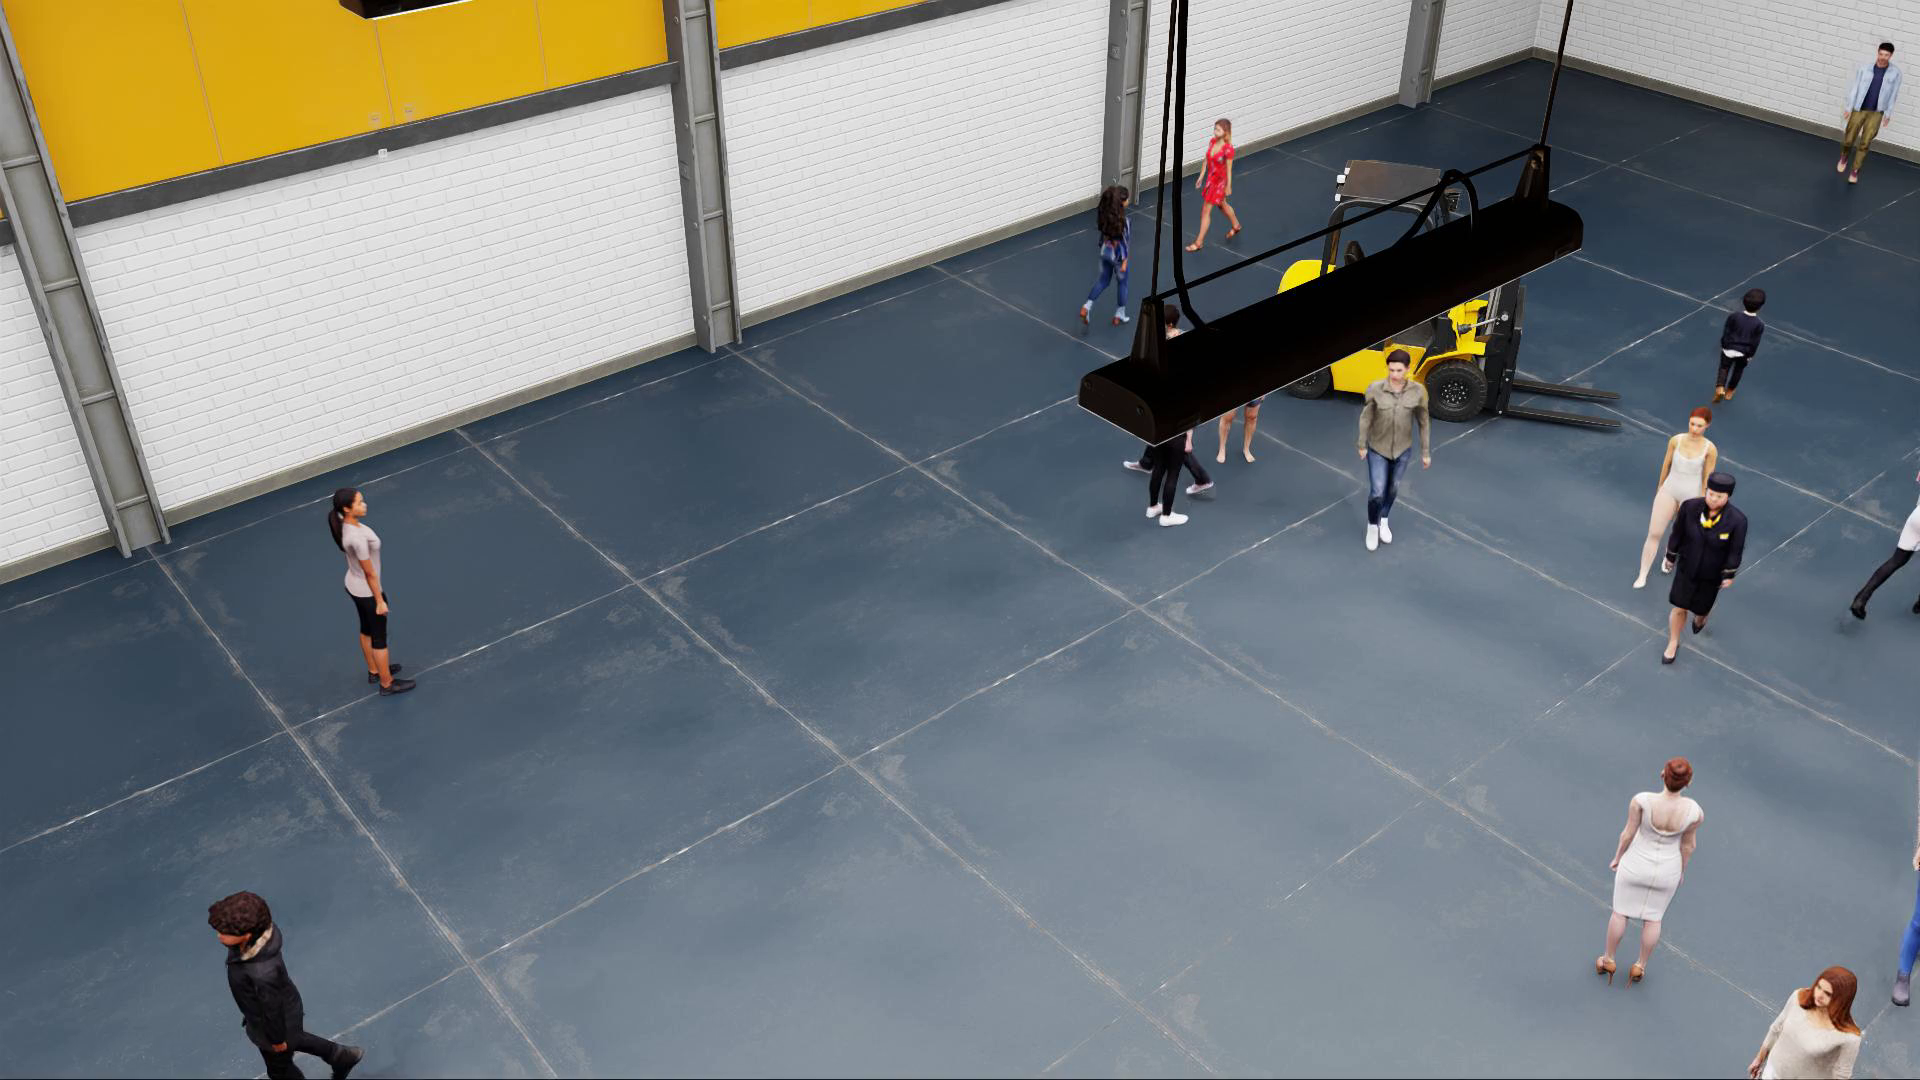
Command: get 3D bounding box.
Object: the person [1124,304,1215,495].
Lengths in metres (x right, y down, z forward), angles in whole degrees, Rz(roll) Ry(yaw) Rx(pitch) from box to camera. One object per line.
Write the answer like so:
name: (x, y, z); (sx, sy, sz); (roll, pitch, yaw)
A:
person: (1.950, -1.232, 14.853); (1.102, 1.810, 1.181); (12, 35, 17)

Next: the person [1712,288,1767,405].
person: (7.657, -1.892, 16.384); (0.655, 1.215, 0.811); (18, 38, 25)

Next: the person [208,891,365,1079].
person: (-3.719, 2.568, 9.177); (0.921, 1.765, 0.710); (-18, 38, -25)

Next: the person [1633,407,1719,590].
person: (5.991, -0.394, 13.772); (0.765, 1.610, 1.037); (18, 37, 25)

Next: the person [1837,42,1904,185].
person: (11.618, -5.492, 21.277); (0.838, 1.794, 0.876); (14, 36, 20)

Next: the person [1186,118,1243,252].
person: (3.089, -4.189, 19.534); (1.135, 1.553, 0.760); (-15, 36, -21)

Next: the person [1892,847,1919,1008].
person: (6.061, 2.007, 10.138); (0.920, 1.636, 1.184); (14, 36, 21)

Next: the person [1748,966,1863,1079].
person: (4.507, 2.833, 8.833); (0.837, 1.704, 0.728); (-13, 36, -18)

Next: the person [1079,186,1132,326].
person: (1.572, -2.983, 17.677); (0.911, 1.600, 0.609); (-26, 41, -33)

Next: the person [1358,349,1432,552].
person: (3.666, -0.839, 14.231); (0.856, 1.845, 0.933); (-1, 34, -2)

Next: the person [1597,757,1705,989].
person: (4.140, 1.995, 10.013); (0.650, 1.793, 0.657); (11, 35, 16)

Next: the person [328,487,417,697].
person: (-4.465, 0.379, 12.488); (0.533, 1.745, 0.605); (-22, 39, -29)

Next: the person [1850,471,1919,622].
person: (7.600, -0.079, 13.154); (1.274, 1.770, 0.960); (-10, 35, -14)

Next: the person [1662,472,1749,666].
person: (5.743, 0.199, 12.833); (0.779, 1.663, 0.876); (25, 41, 32)
